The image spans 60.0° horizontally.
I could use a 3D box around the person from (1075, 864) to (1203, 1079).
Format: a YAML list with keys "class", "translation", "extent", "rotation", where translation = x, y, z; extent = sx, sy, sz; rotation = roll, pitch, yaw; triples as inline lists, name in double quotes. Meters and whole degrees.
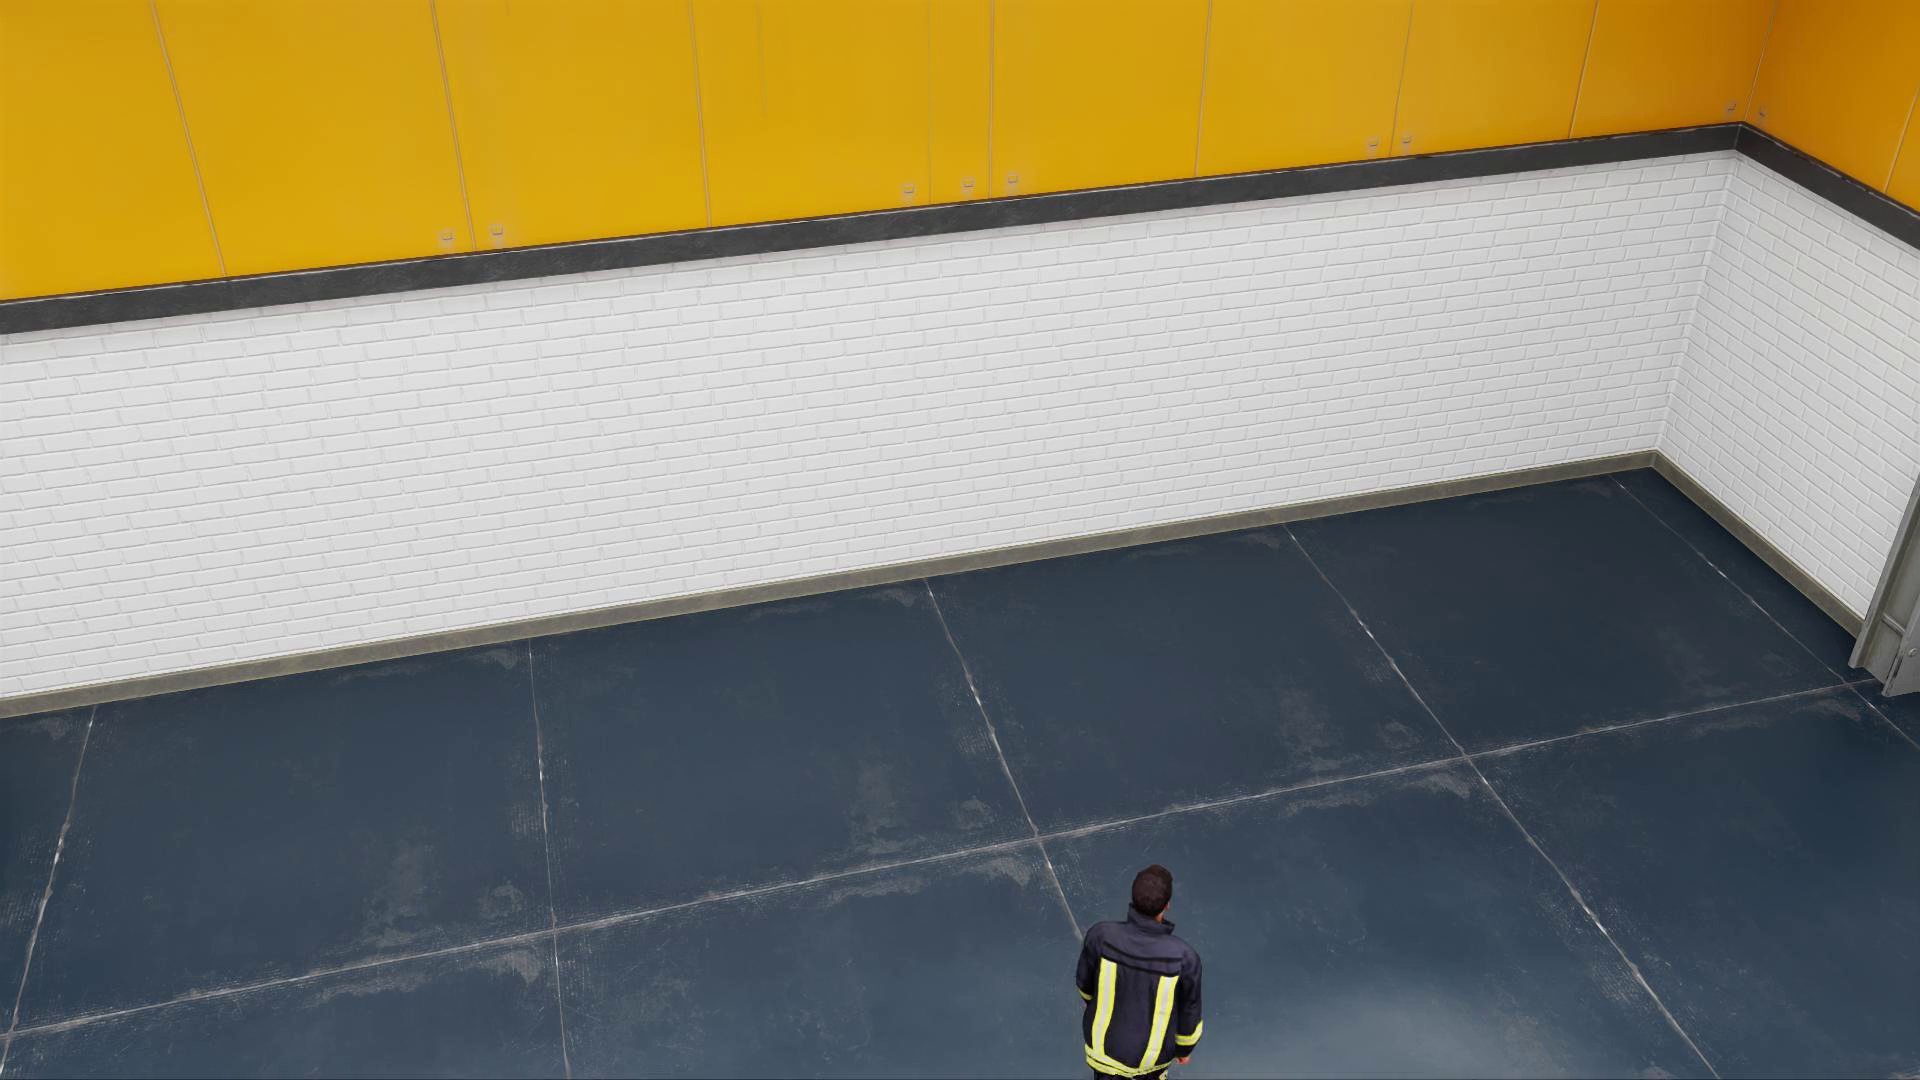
- class: "person"
  translation: [0.817, 2.405, 8.003]
  extent: [1.183, 1.872, 1.330]
  rotation: [9, 35, 14]
